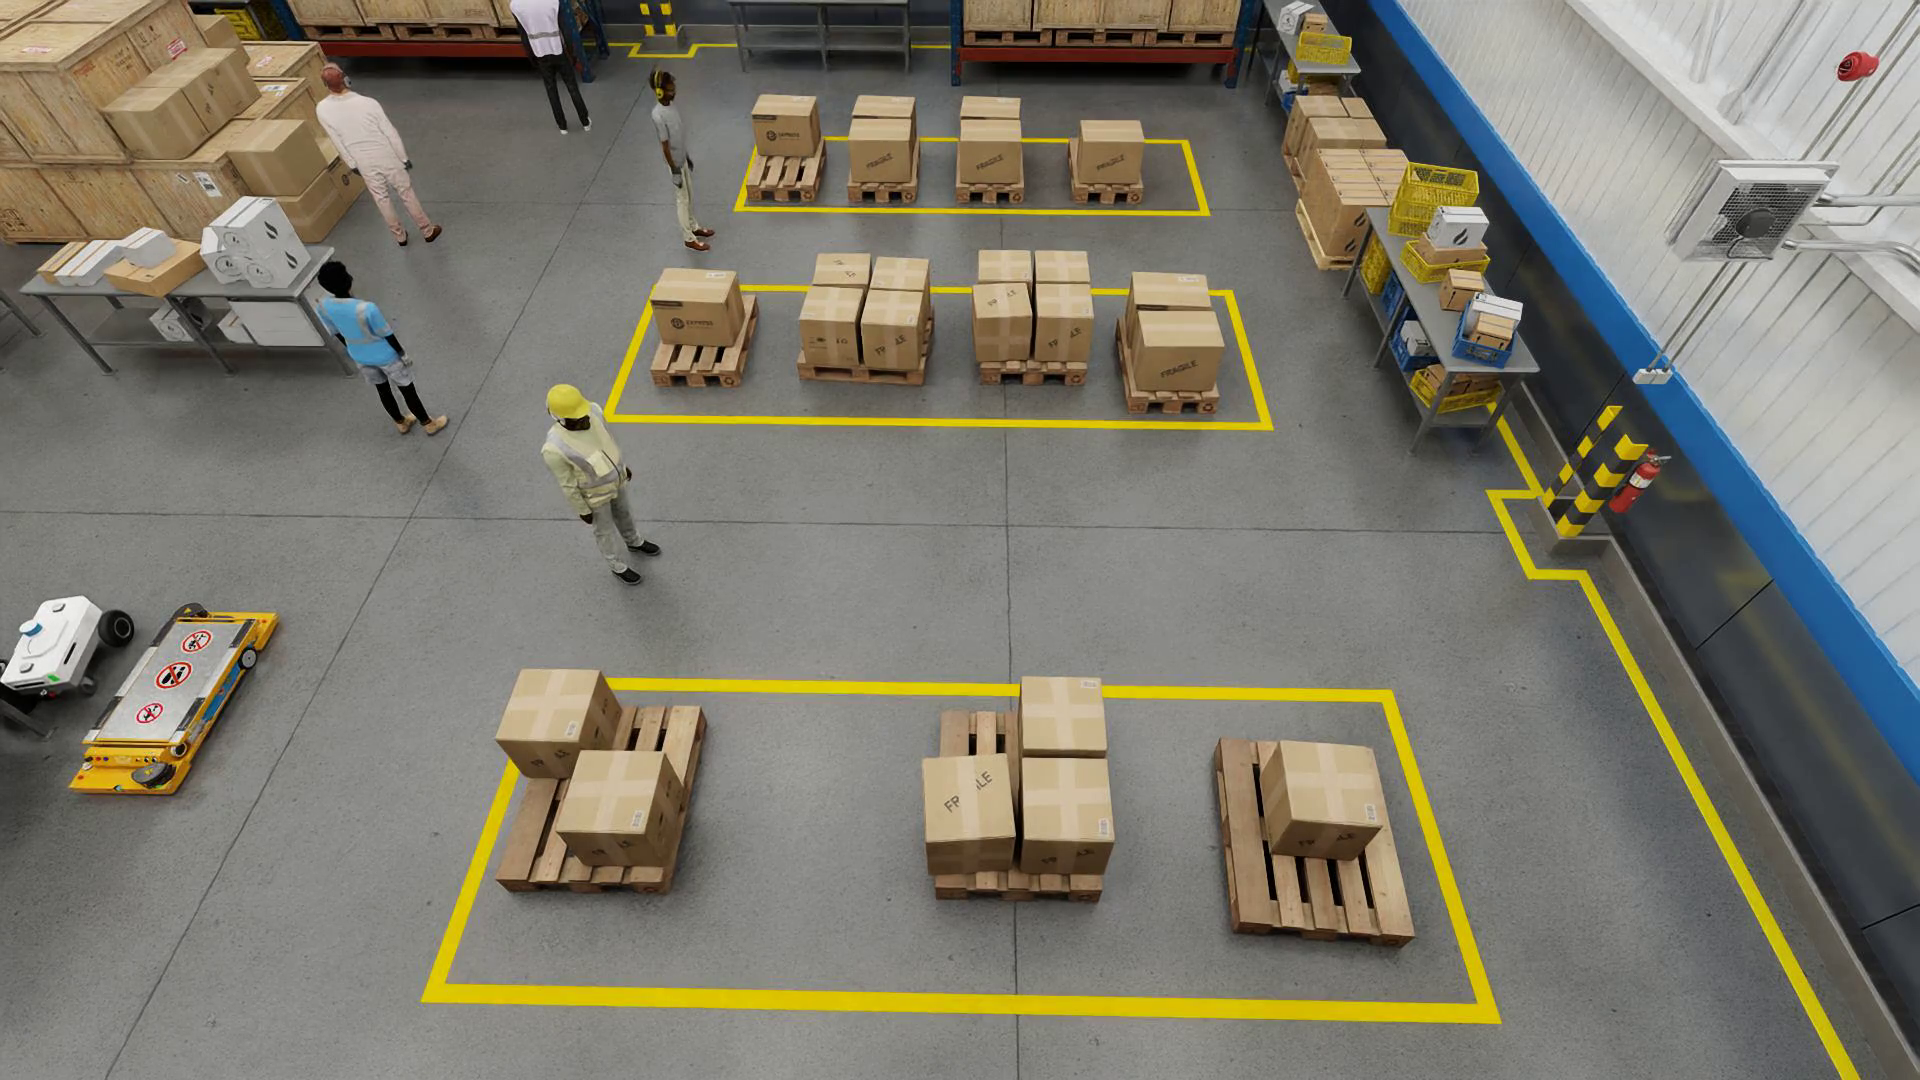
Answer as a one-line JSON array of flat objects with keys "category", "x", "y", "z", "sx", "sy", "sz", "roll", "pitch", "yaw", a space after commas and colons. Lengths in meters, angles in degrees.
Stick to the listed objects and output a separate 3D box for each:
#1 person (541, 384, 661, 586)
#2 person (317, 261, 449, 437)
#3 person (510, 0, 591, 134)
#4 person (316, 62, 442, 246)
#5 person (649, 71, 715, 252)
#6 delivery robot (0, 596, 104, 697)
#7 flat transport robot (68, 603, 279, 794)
[{"category": "person", "x": -2.613, "y": -0.408, "z": 6.678, "sx": 0.404, "sy": 1.833, "sz": 0.592, "roll": 13, "pitch": 51, "yaw": 11}, {"category": "person", "x": -4.937, "y": -1.580, "z": 7.759, "sx": 0.559, "sy": 1.693, "sz": 0.317, "roll": 7, "pitch": 50, "yaw": 6}, {"category": "person", "x": -5.105, "y": -6.075, "z": 11.428, "sx": 0.585, "sy": 1.910, "sz": 0.389, "roll": -13, "pitch": 51, "yaw": -11}, {"category": "person", "x": -6.172, "y": -4.047, "z": 9.707, "sx": 0.642, "sy": 1.913, "sz": 0.408, "roll": -9, "pitch": 50, "yaw": -8}, {"category": "person", "x": -2.952, "y": -3.985, "z": 9.681, "sx": 0.328, "sy": 1.872, "sz": 0.508, "roll": 0, "pitch": 50, "yaw": 0}, {"category": "delivery robot", "x": -6.400, "y": 0.748, "z": 6.472, "sx": 0.477, "sy": 0.478, "sz": 0.707, "roll": -9, "pitch": 50, "yaw": -7}, {"category": "flat transport robot", "x": -5.504, "y": 1.072, "z": 6.442, "sx": 0.652, "sy": 0.197, "sz": 1.431, "roll": 1, "pitch": 50, "yaw": 1}]
